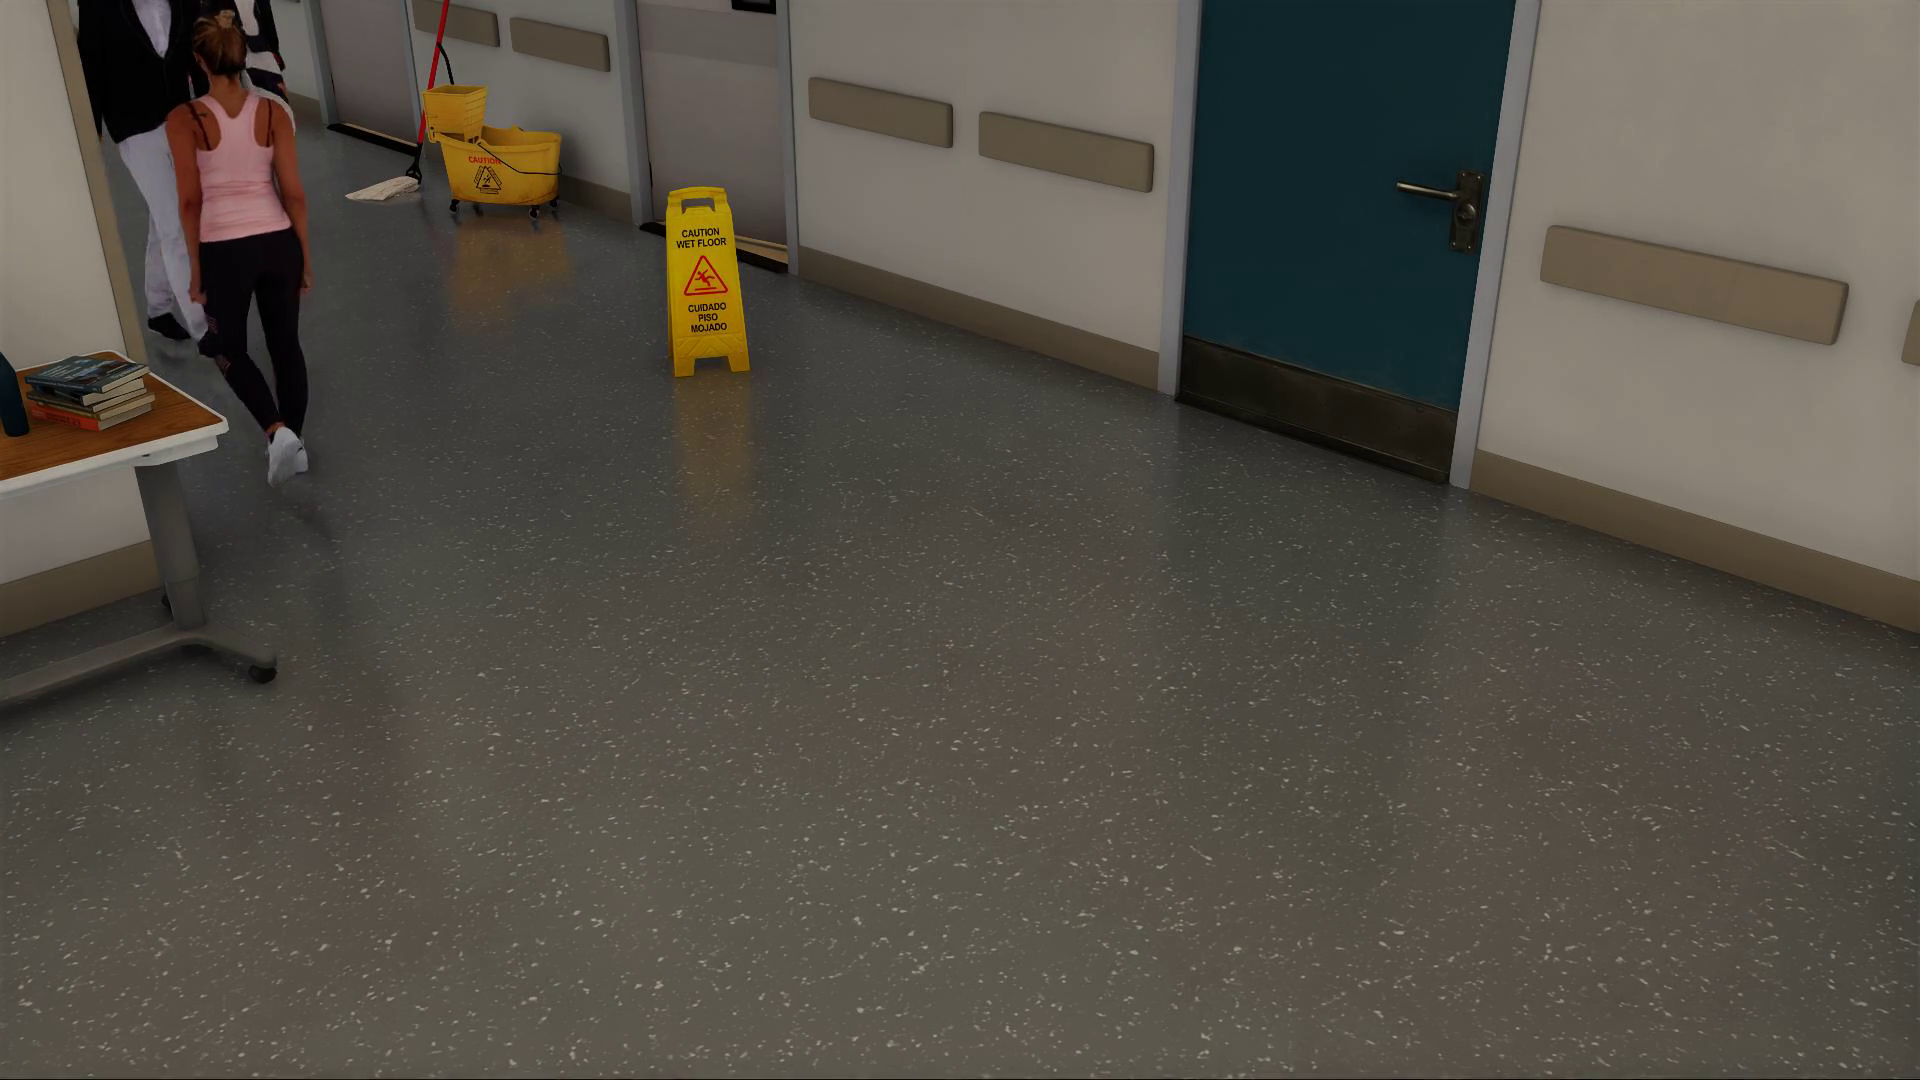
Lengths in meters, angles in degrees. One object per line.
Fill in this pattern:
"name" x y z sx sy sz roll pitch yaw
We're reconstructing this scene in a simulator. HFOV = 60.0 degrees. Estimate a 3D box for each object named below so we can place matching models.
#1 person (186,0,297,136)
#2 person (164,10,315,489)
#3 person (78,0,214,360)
"person" -3.787 -2.486 8.554 0.763 1.875 0.728 19 32 34
"person" -2.388 -0.944 5.631 0.661 1.635 0.857 -17 30 -31
"person" -3.427 -1.688 6.994 1.083 1.792 0.815 20 32 35
